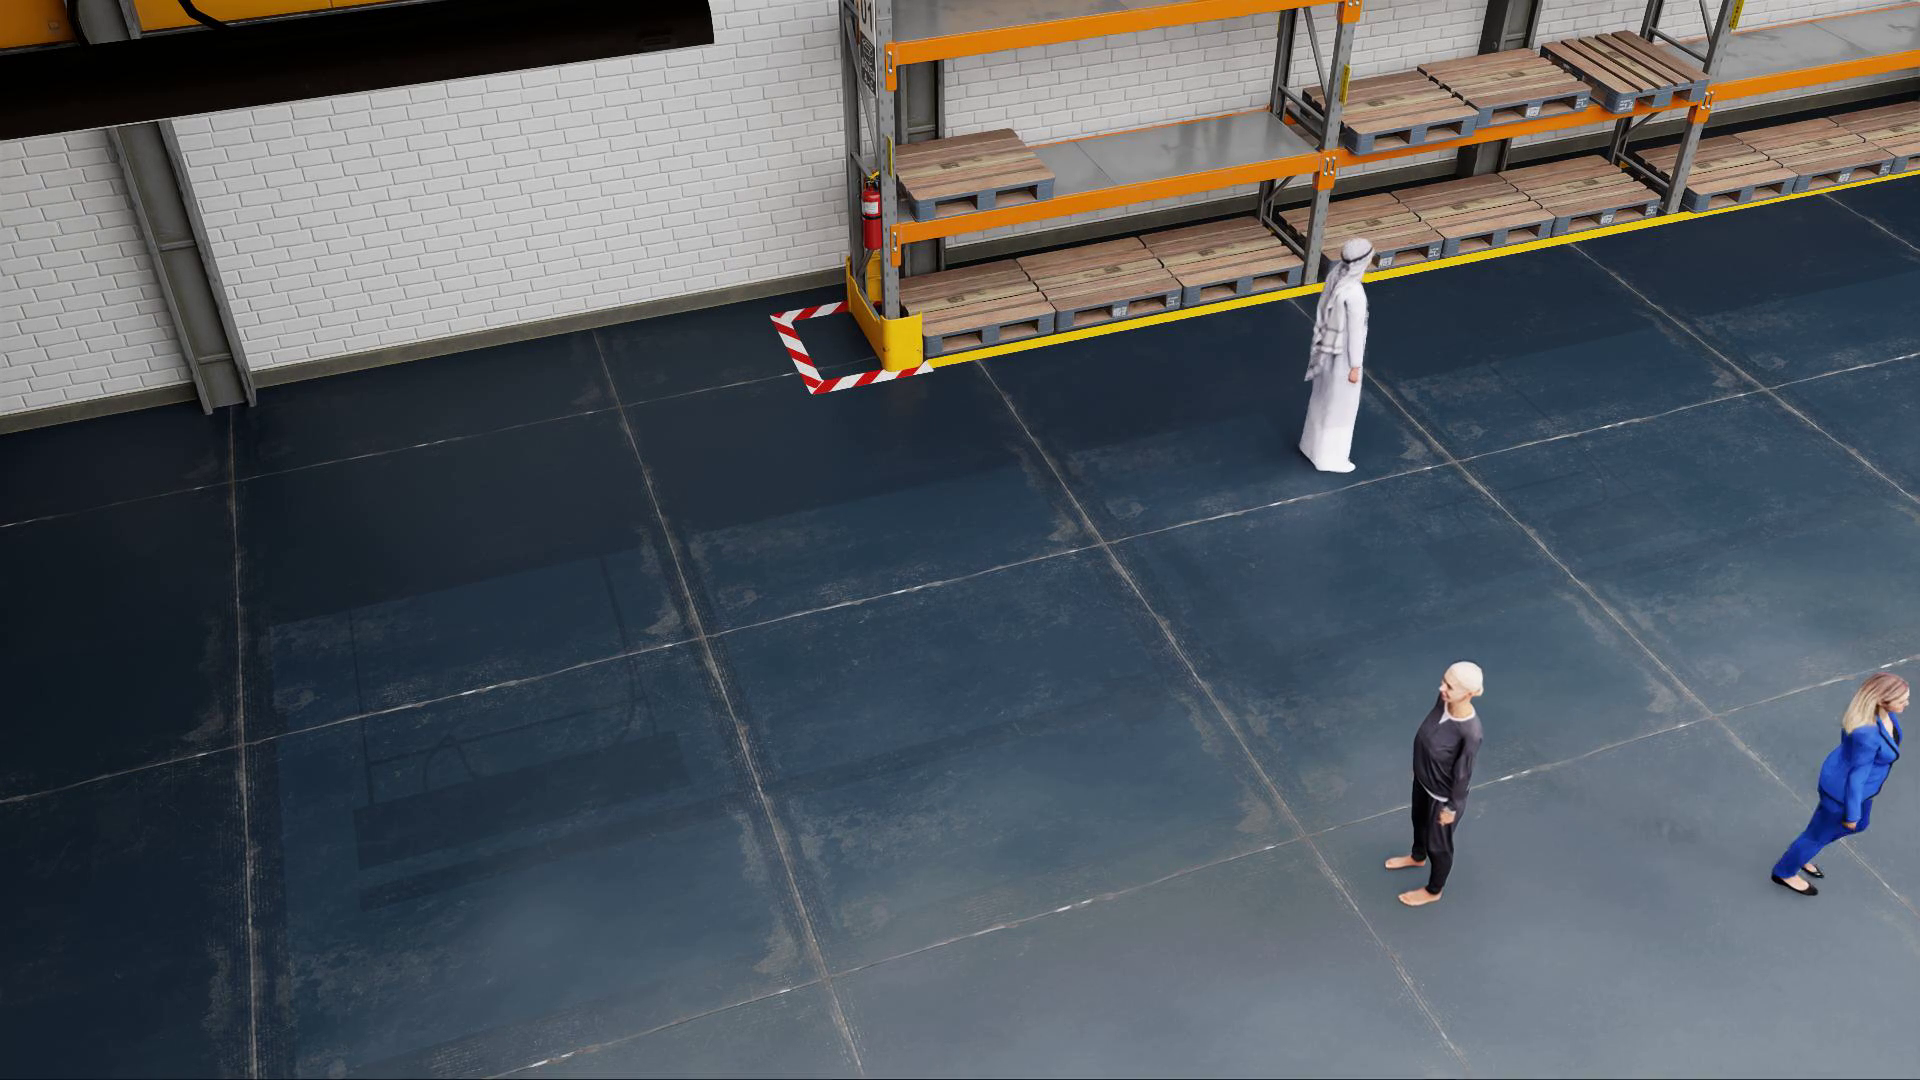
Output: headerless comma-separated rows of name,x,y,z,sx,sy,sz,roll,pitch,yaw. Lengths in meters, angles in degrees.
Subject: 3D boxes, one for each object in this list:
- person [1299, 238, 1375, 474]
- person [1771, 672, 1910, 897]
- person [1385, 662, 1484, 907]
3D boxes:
person,2.843,-1.390,12.440,0.658,1.926,0.706,-8,39,-10
person,4.795,1.340,9.215,0.808,1.684,0.733,19,42,22
person,2.673,1.329,9.195,0.553,1.726,0.620,-8,39,-10
